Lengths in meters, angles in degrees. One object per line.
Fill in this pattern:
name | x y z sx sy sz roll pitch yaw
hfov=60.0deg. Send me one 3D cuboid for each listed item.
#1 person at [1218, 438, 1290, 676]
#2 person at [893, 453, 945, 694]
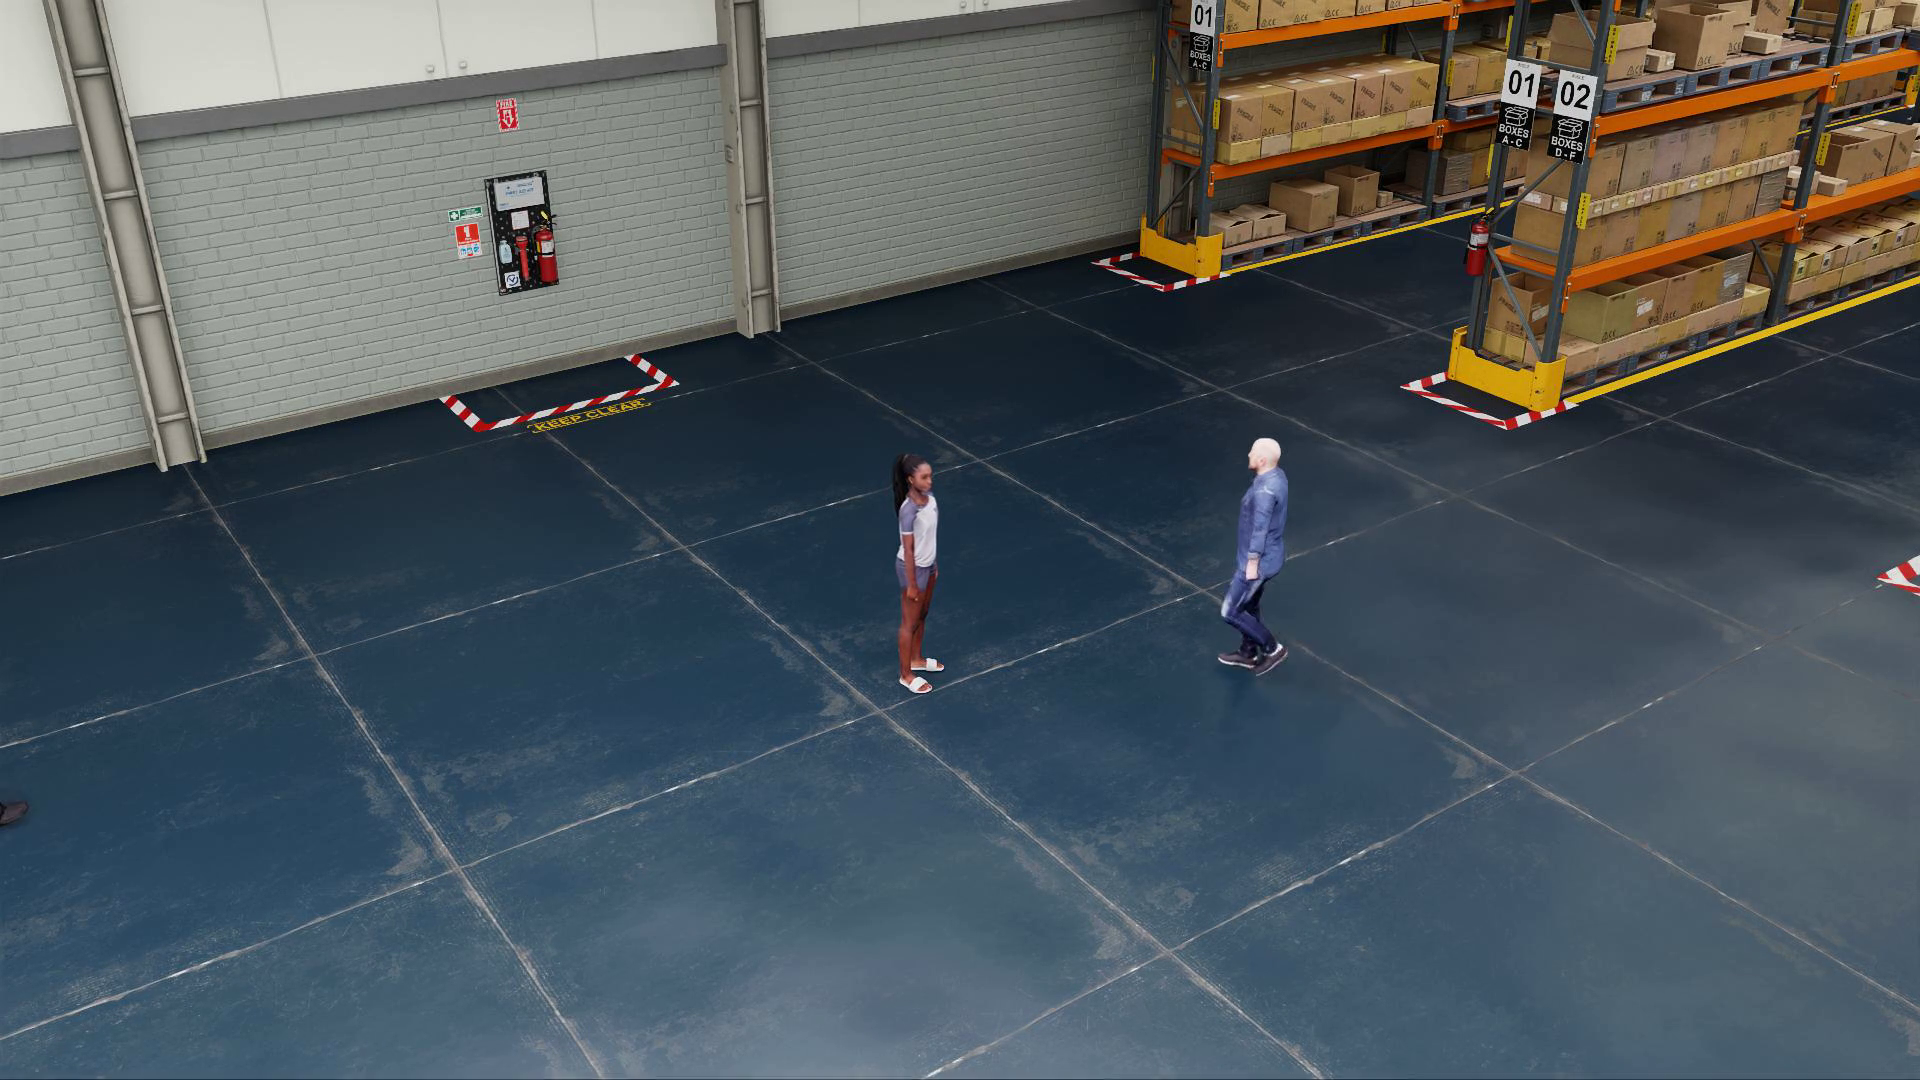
person | 2.120 0.157 11.513 0.971 1.811 0.895 9 28 16
person | -0.293 0.208 11.510 0.759 1.722 0.671 9 28 16
